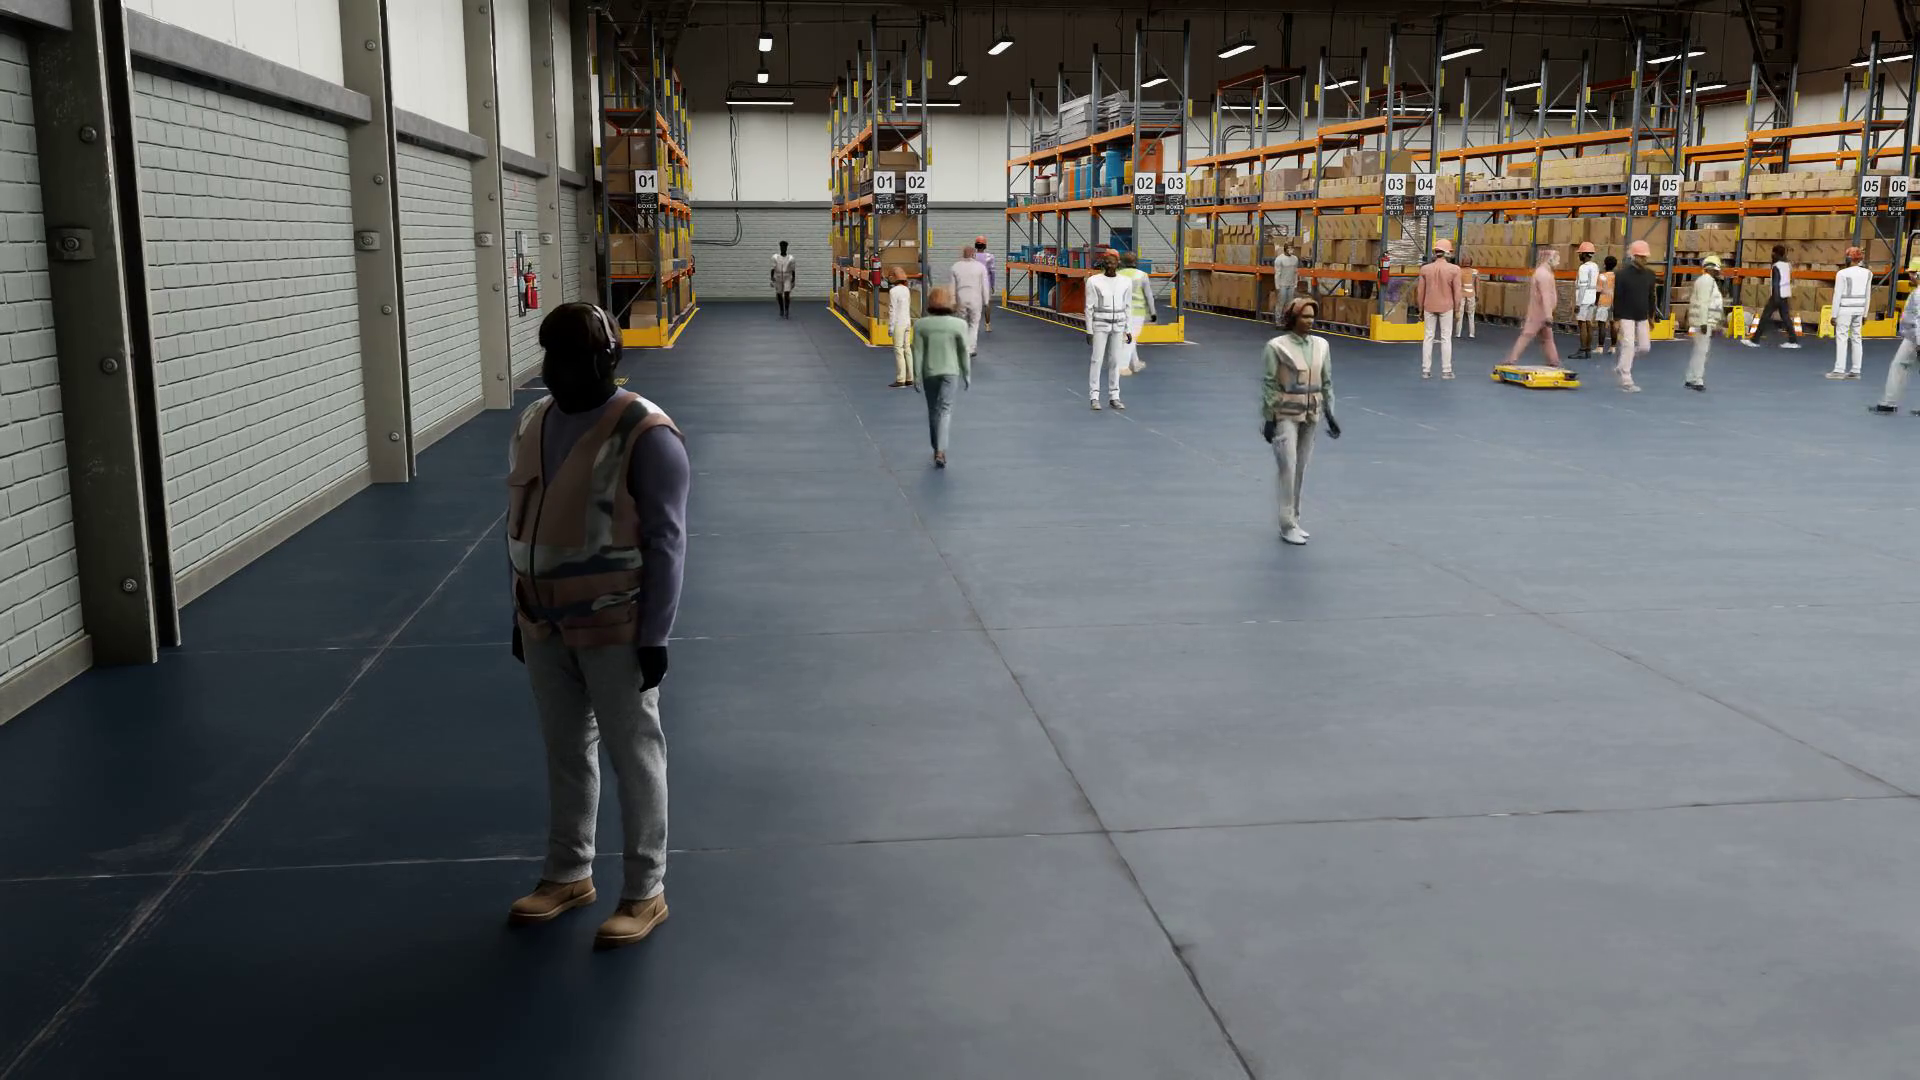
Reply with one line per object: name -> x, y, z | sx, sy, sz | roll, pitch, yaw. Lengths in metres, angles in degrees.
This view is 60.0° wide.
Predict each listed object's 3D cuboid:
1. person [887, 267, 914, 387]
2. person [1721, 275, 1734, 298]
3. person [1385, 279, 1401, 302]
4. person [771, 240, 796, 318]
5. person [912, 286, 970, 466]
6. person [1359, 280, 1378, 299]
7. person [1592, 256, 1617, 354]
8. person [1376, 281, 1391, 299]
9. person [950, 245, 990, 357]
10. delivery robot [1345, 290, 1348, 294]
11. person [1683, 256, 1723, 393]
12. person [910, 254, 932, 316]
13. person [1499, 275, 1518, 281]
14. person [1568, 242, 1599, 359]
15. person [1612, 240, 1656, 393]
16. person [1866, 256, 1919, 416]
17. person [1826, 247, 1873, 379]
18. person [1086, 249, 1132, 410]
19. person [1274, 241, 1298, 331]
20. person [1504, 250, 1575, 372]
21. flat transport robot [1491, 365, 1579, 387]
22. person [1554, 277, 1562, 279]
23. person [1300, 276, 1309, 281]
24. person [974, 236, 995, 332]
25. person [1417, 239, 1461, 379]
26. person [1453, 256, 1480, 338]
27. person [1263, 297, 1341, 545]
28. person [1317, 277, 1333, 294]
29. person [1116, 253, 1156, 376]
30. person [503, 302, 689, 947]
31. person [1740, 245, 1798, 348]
person -> -0.821, -2.876, 22.513 | 0.302, 1.626, 0.500 | 5, 11, 25
person -> 20.880, -7.129, 45.014 | 0.585, 1.919, 0.388 | -2, 10, -10
person -> 11.030, -6.644, 42.474 | 0.641, 1.880, 0.427 | -5, 11, -25
person -> -4.428, -6.546, 41.757 | 0.620, 1.942, 0.754 | 0, 10, 2
person -> -0.174, -1.464, 14.863 | 0.505, 1.602, 0.849 | 1, 10, 6
person -> 10.108, -6.458, 41.149 | 0.632, 1.974, 0.659 | -2, 11, -13
person -> 11.209, -4.058, 28.785 | 0.534, 1.697, 0.318 | -2, 11, -12
person -> 10.888, -6.648, 42.731 | 0.529, 1.782, 0.839 | -2, 11, -12
person -> 0.174, -4.052, 28.222 | 0.647, 1.888, 0.434 | 3, 11, 18
delivery robot -> 11.745, -7.367, 49.800 | 0.477, 0.478, 0.707 | -7, 12, -33
person -> 9.779, -2.827, 21.839 | 0.406, 1.779, 0.670 | 4, 11, 23
person -> -1.006, -6.595, 42.980 | 0.538, 1.584, 0.862 | -3, 11, -16
person -> 13.904, -6.636, 42.308 | 0.584, 1.912, 0.627 | -2, 11, -12
person -> 10.387, -3.979, 27.690 | 0.356, 1.939, 0.543 | 9, 14, 41
person -> 8.781, -2.920, 21.761 | 0.649, 1.977, 0.555 | -3, 11, -18
person -> 10.753, -2.299, 18.848 | 0.591, 1.799, 0.807 | -9, 14, -42
person -> 12.738, -3.238, 23.796 | 0.576, 1.877, 0.339 | -2, 11, -12
person -> 1.756, -2.474, 19.584 | 0.574, 1.884, 0.358 | -3, 11, -15
person -> 7.054, -5.487, 35.993 | 0.633, 1.933, 0.370 | -7, 13, -35
person -> 8.379, -3.260, 24.031 | 1.032, 1.843, 0.703 | 3, 11, 15
flat transport robot -> 7.882, -2.259, 22.834 | 0.652, 0.197, 1.431 | -1, 10, -4
person -> 17.962, -7.901, 50.069 | 0.423, 1.621, 0.520 | 9, 14, 41
person -> 10.530, -8.339, 51.503 | 0.626, 2.011, 0.983 | 0, 10, -2
person -> 0.434, -5.427, 35.341 | 0.609, 2.043, 0.397 | 1, 10, 4
person -> 6.877, -3.311, 23.878 | 0.612, 1.991, 0.392 | 6, 12, 29
person -> 10.175, -4.878, 33.441 | 0.512, 1.639, 0.311 | 3, 11, 16
person -> 2.282, -0.797, 11.103 | 0.525, 1.635, 0.435 | -6, 12, -29
person -> 11.341, -8.396, 52.088 | 0.582, 1.889, 0.701 | -9, 14, -41
person -> 2.564, -3.329, 24.543 | 0.630, 1.798, 0.928 | 9, 14, 40
person -> -1.077, 0.242, 4.810 | 0.627, 1.845, 0.429 | 6, 12, 30
person -> 15.001, -4.472, 30.584 | 0.613, 1.863, 0.998 | -10, 14, -43
